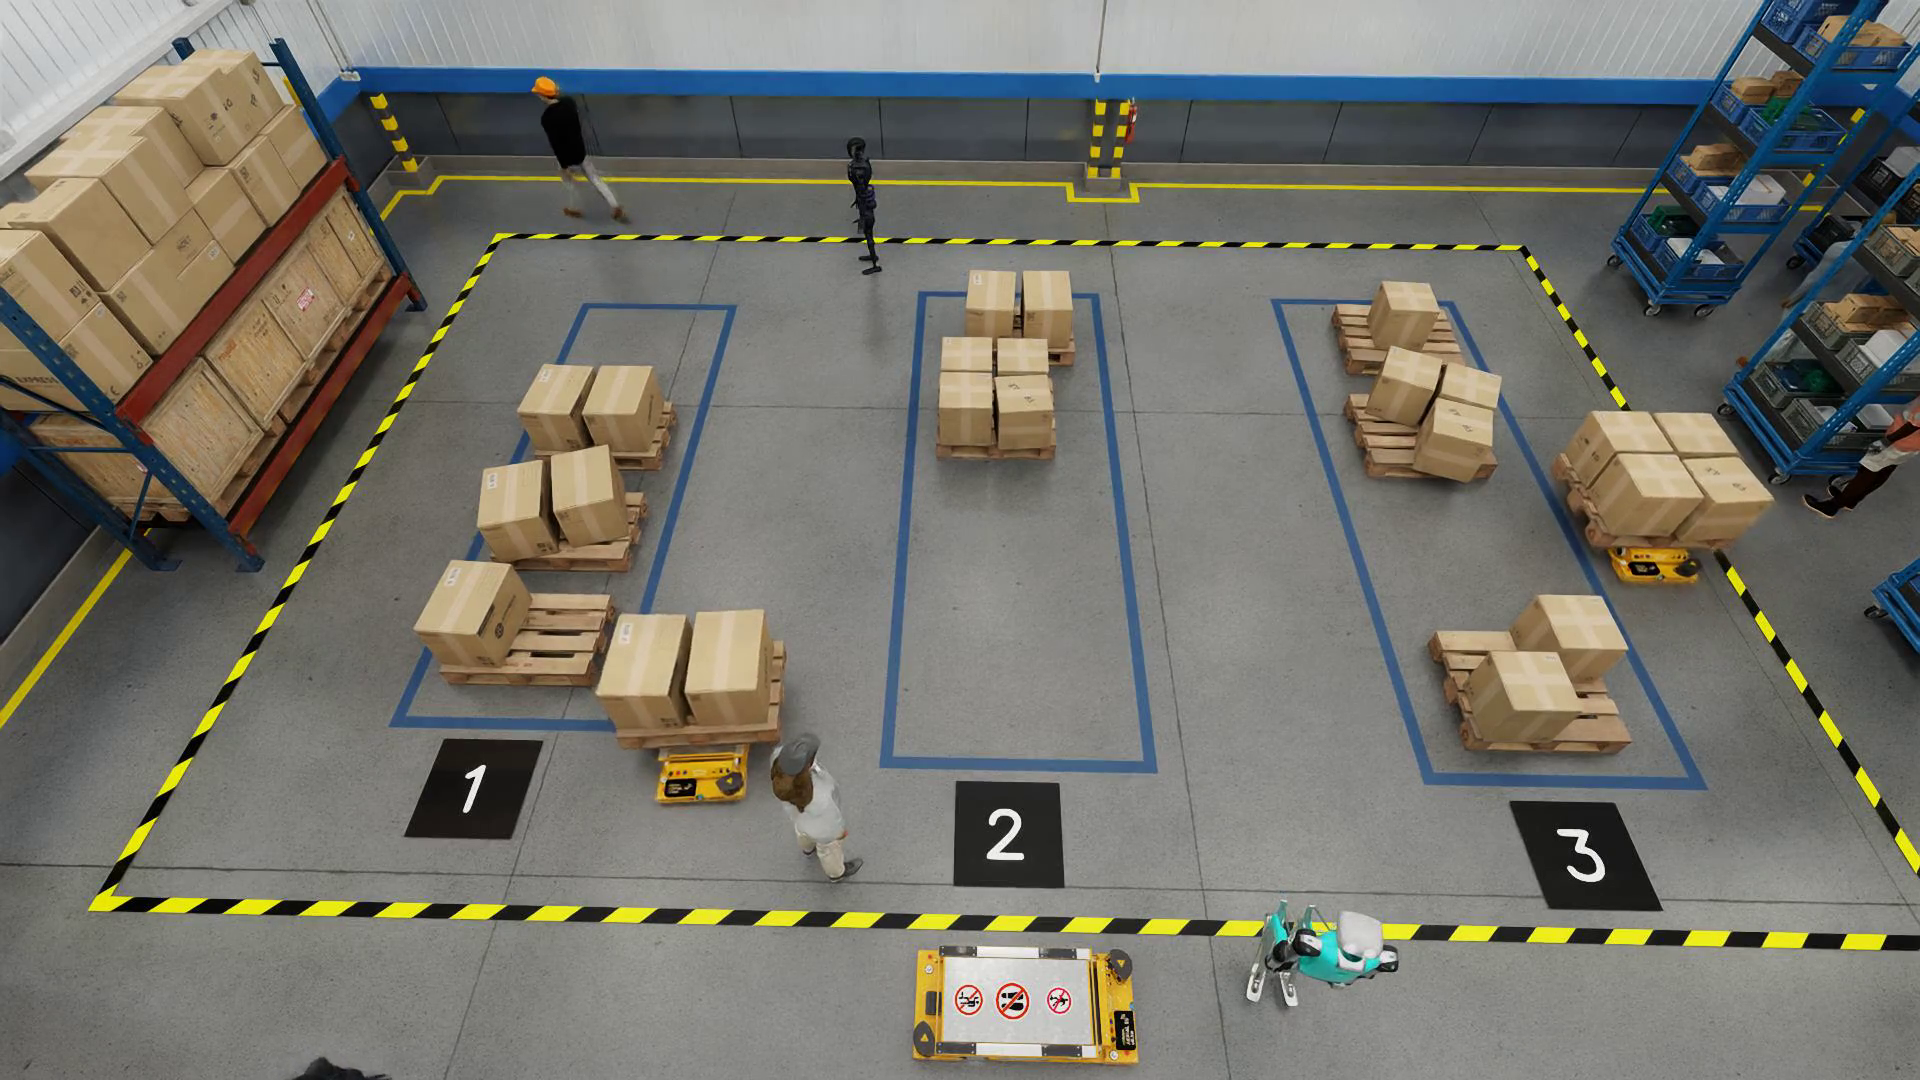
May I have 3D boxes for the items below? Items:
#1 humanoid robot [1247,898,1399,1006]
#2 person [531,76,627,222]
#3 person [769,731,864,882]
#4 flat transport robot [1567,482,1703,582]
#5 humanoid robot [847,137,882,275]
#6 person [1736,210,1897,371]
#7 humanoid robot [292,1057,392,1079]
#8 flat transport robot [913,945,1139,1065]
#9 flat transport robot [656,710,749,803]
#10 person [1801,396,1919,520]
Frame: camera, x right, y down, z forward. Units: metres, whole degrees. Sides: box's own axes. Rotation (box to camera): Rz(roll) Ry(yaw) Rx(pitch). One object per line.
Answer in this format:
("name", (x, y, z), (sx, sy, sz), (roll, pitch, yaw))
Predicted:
("humanoid robot", (2.111, 2.379, 5.512), (0.533, 1.677, 0.735), (9, 51, 7))
("person", (-4.782, -4.807, 11.388), (0.903, 1.850, 0.589), (21, 54, 16))
("person", (-0.973, 1.792, 6.056), (0.572, 1.769, 0.397), (37, 60, 26))
("flat transport robot", (6.317, -0.230, 8.655), (0.652, 0.197, 1.431), (1, 51, 1))
("humanoid robot", (-1.135, -3.919, 10.760), (0.315, 1.659, 0.599), (-6, 51, -5))
("person", (8.859, -2.499, 9.448), (0.627, 1.936, 0.379), (1, 51, 1))
("humanoid robot", (-3.295, 3.217, 4.959), (0.475, 1.646, 0.609), (-26, 55, -20))
("flat transport robot", (0.422, 3.041, 6.007), (1.431, 0.231, 0.659), (1, 51, 1))
("flat transport robot", (-2.004, 1.378, 7.345), (0.652, 0.197, 1.431), (-2, 51, -2))
("person", (8.437, -0.936, 8.154), (0.605, 1.966, 0.368), (-14, 52, -11))
